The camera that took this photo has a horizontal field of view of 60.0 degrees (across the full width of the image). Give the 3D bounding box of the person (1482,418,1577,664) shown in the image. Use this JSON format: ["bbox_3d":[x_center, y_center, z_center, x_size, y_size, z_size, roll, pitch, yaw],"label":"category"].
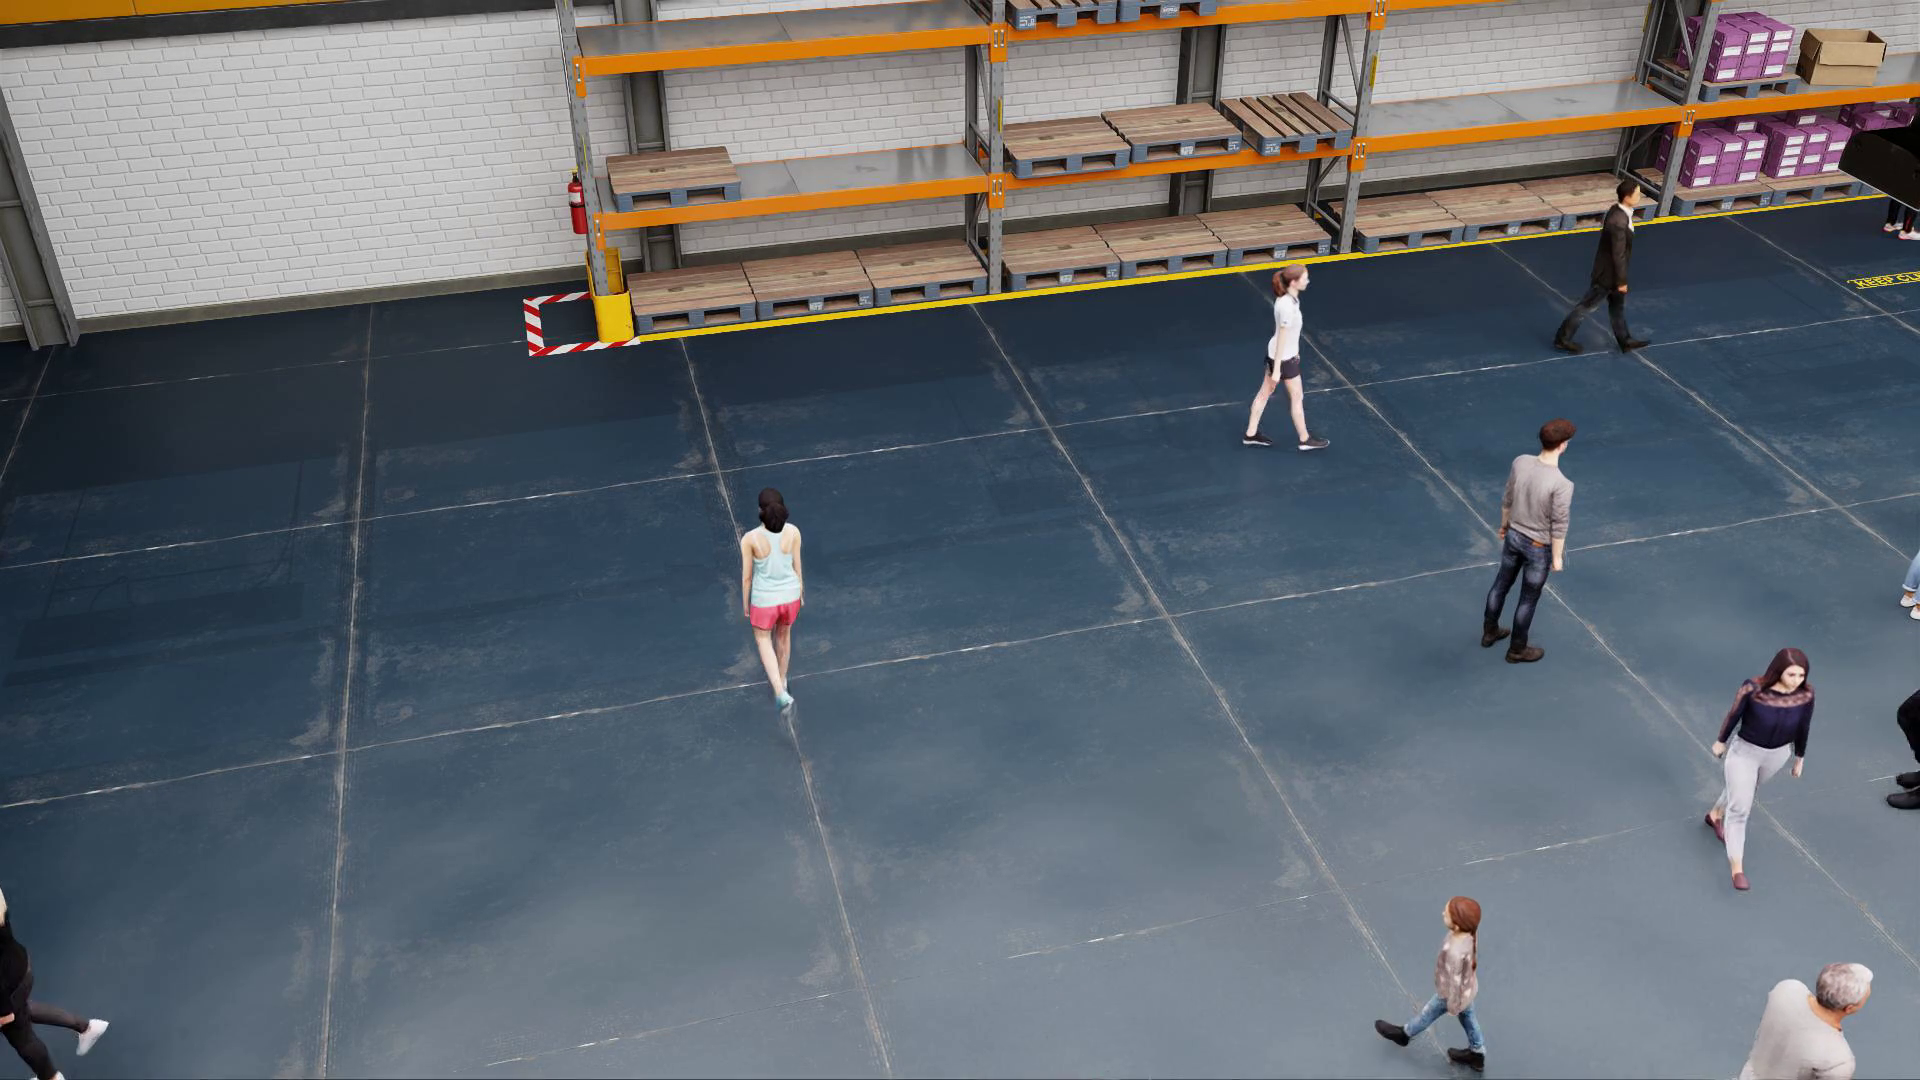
[{"bbox_3d":[4.036,0.004,11.800,0.666,1.903,0.757,-19,38,-26],"label":"person"}]

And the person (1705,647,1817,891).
[{"bbox_3d":[4.845,1.286,10.173,1.016,1.569,0.864,1,34,1],"label":"person"}]

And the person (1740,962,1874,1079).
[{"bbox_3d":[3.775,2.663,7.816,1.104,1.885,0.792,-5,34,-7],"label":"person"}]

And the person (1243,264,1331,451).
[{"bbox_3d":[2.678,-1.553,14.304,1.051,1.725,0.820,3,34,5],"label":"person"}]

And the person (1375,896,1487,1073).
[{"bbox_3d":[2.693,2.403,8.862,0.850,1.161,0.816,21,39,28],"label":"person"}]

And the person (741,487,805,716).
[{"bbox_3d":[-1.234,0.451,11.267,0.875,1.748,0.653,-10,35,-14],"label":"person"}]

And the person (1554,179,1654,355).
[{"bbox_3d":[6.063,-2.560,15.783,1.245,1.763,1.119,12,36,18],"label":"person"}]

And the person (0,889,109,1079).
[{"bbox_3d":[-4.842,2.256,8.617,0.852,1.676,0.724,-18,38,-25],"label":"person"}]
